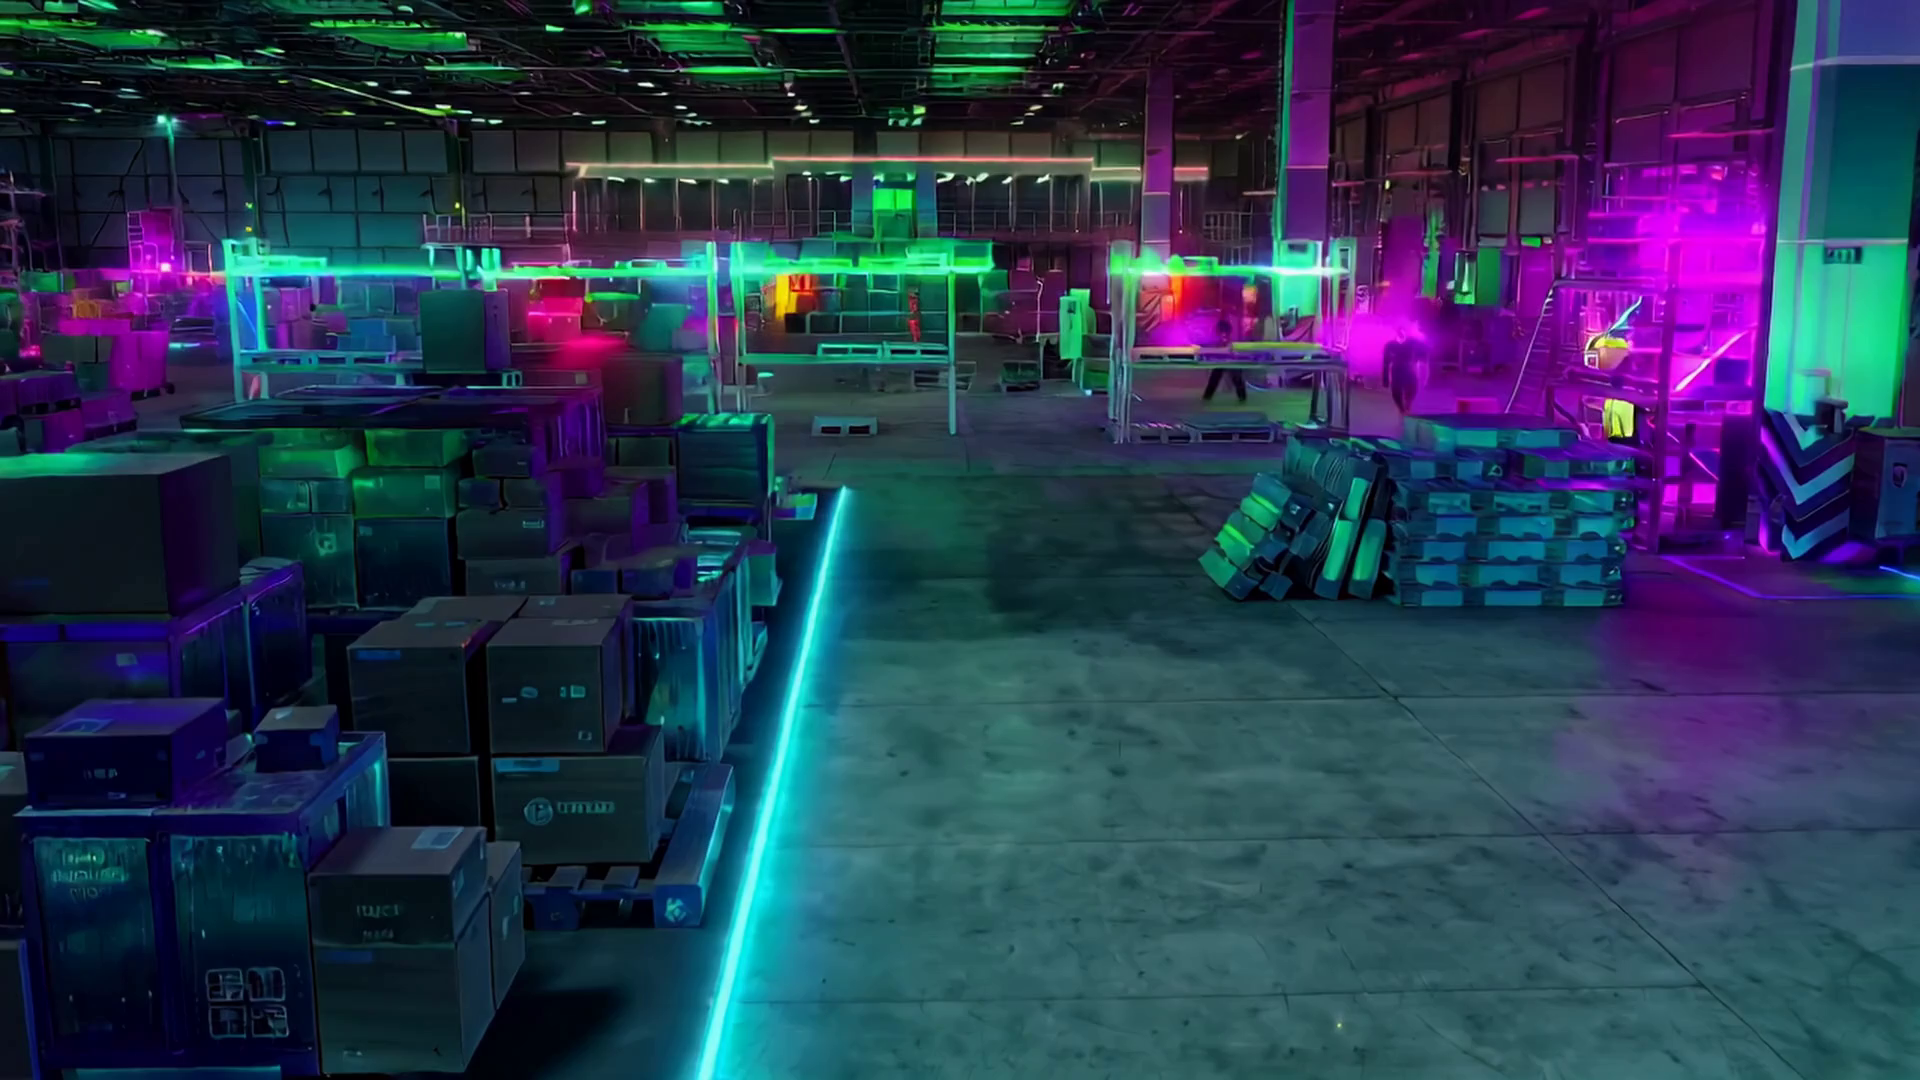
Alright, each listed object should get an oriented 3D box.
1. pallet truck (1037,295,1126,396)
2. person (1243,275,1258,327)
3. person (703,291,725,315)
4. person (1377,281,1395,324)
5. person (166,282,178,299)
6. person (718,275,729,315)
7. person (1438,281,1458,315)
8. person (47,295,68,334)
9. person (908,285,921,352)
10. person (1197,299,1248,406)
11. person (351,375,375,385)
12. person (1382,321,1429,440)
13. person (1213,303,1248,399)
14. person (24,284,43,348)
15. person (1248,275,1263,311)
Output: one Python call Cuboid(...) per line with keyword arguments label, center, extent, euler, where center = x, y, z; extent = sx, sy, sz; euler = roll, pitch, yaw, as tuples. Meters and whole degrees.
Cuboid(label="pallet truck", center=(2.483, -3.881, 33.060), extent=(1.885, 1.965, 0.823), euler=(-7, 13, -36))
Cuboid(label="person", center=(9.812, -8.017, 56.243), extent=(0.609, 1.948, 0.389), euler=(-7, 13, -36))
Cuboid(label="person", center=(-5.649, -4.821, 38.506), extent=(0.556, 1.918, 0.429), euler=(5, 12, 28))
Cuboid(label="person", center=(11.712, -6.143, 45.791), extent=(0.641, 1.947, 0.575), euler=(-4, 11, -22))
Cuboid(label="person", center=(-25.695, -7.570, 54.361), extent=(0.506, 1.724, 0.522), euler=(-1, 10, -6))
Cuboid(label="person", center=(-8.507, -8.475, 58.985), extent=(0.876, 1.892, 0.601), euler=(8, 13, 36))
Cuboid(label="person", center=(15.108, -7.108, 51.528), extent=(0.551, 1.817, 0.961), euler=(-1, 10, -5))
Cuboid(label="person", center=(-23.944, -5.689, 44.223), extent=(0.521, 1.607, 0.587), euler=(-3, 10, -14))
Cuboid(label="person", center=(-1.225, -5.834, 44.292), extent=(0.351, 1.878, 0.568), euler=(-3, 11, -17))
Cuboid(label="person", center=(4.932, -3.501, 30.821), extent=(0.720, 2.000, 1.026), euler=(-10, 14, -44))
Cuboid(label="person", center=(-5.534, -0.633, 15.486), extent=(0.637, 1.812, 0.464), euler=(7, 13, 36))
Cuboid(label="person", center=(6.563, -2.292, 24.566), extent=(0.675, 1.871, 1.058), euler=(7, 12, 34))
Cuboid(label="person", center=(5.172, -3.657, 32.197), extent=(0.607, 1.871, 1.010), euler=(-5, 12, -28))
Cuboid(label="person", center=(-26.440, -6.398, 47.528), extent=(0.590, 1.837, 0.404), euler=(6, 12, 30))
Cuboid(label="person", center=(12.975, -11.025, 73.403), extent=(0.656, 1.801, 0.903), euler=(-4, 11, -19))
